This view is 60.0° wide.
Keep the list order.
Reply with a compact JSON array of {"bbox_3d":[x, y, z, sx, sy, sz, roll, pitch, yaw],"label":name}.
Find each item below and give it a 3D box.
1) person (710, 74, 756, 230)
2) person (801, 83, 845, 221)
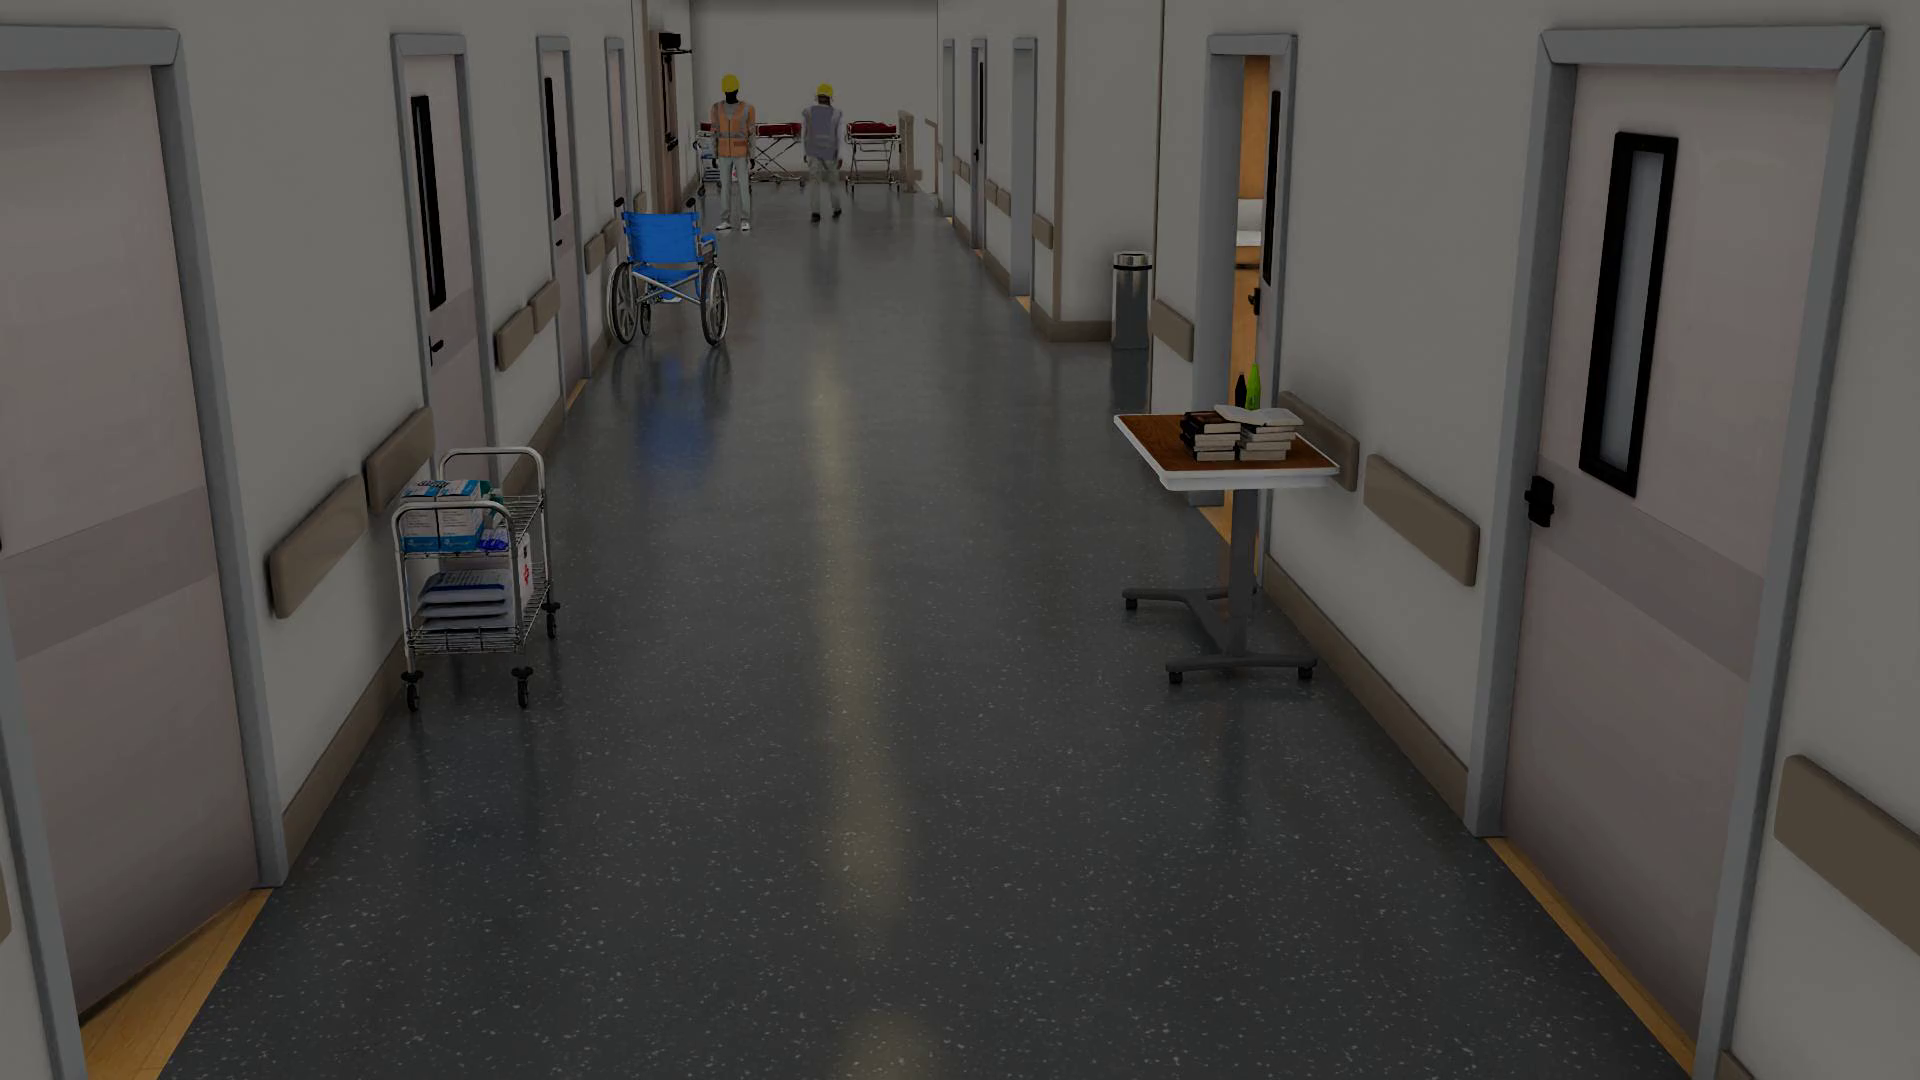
[{"bbox_3d":[-2.850,-4.859,20.901,0.584,1.919,0.375,2,17,8],"label":"person"},{"bbox_3d":[-1.822,-5.154,22.134,0.604,1.783,0.949,1,17,3],"label":"person"}]
